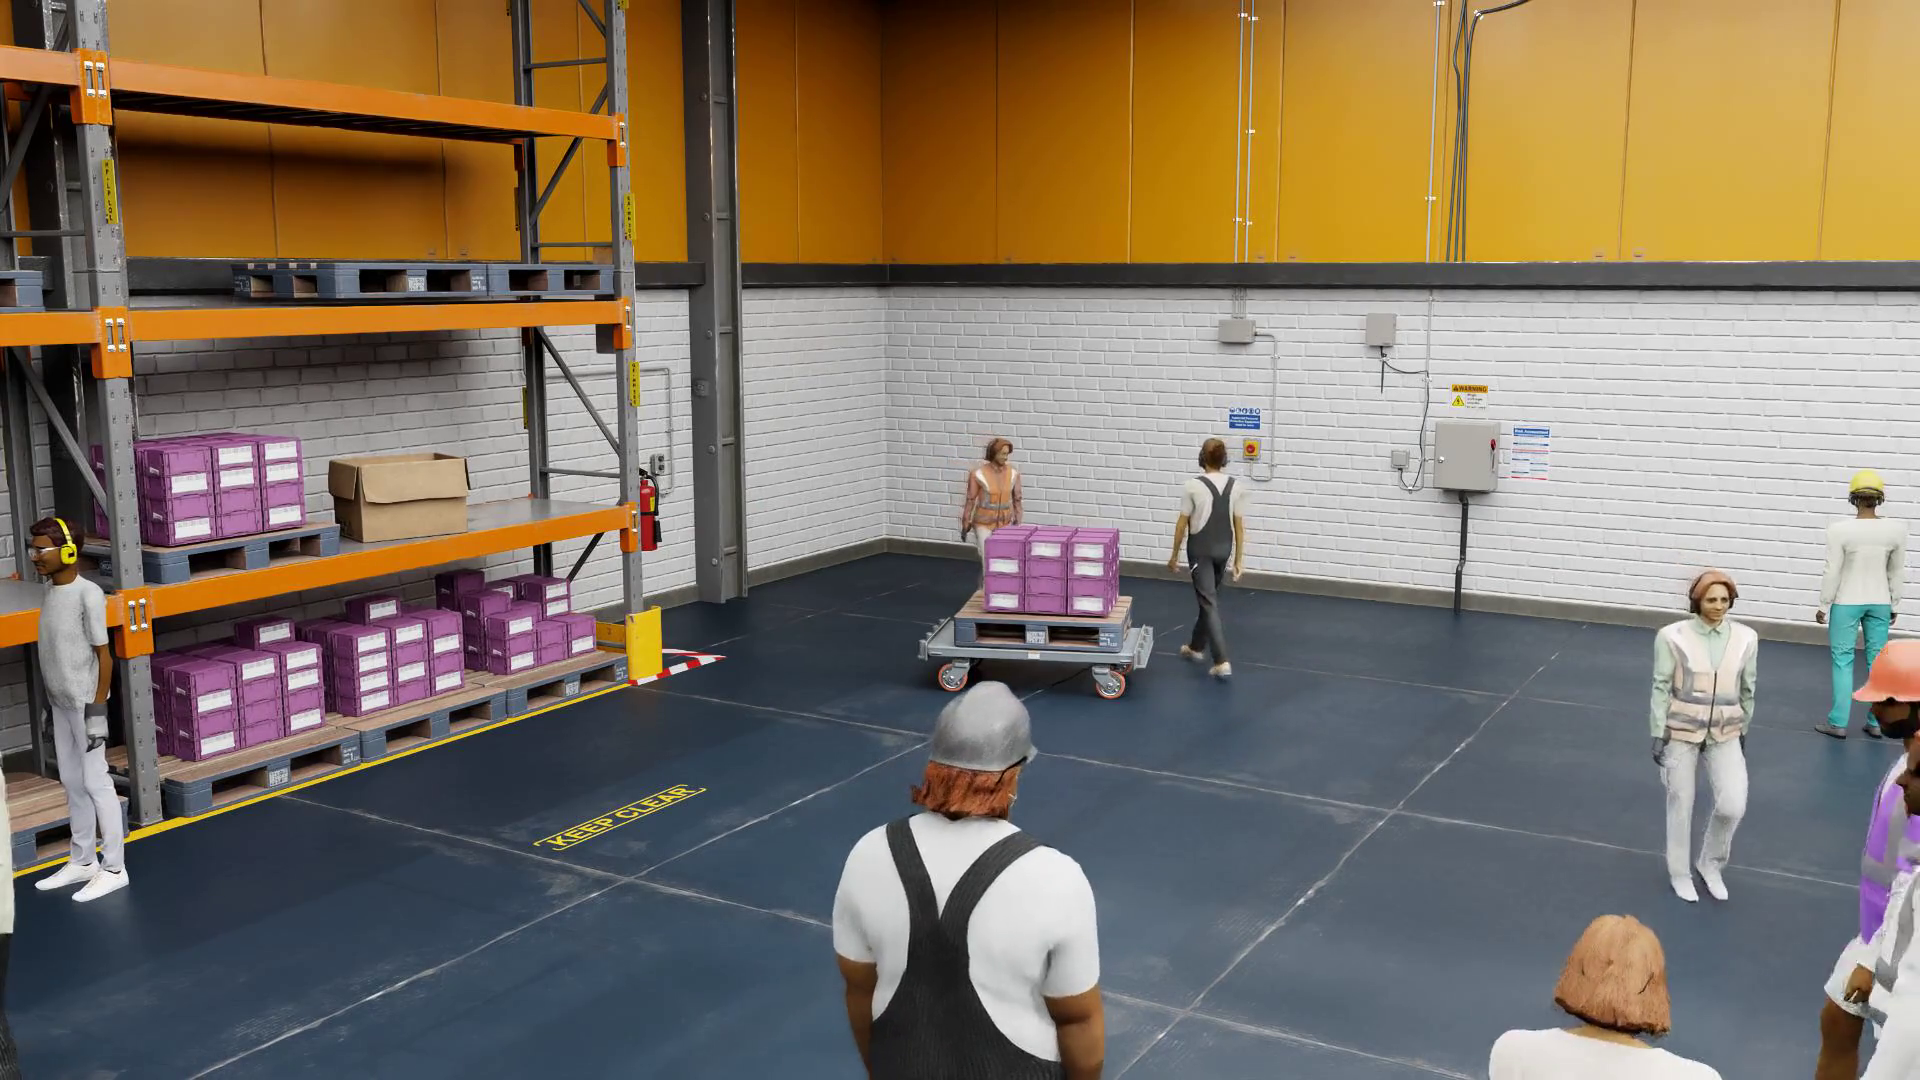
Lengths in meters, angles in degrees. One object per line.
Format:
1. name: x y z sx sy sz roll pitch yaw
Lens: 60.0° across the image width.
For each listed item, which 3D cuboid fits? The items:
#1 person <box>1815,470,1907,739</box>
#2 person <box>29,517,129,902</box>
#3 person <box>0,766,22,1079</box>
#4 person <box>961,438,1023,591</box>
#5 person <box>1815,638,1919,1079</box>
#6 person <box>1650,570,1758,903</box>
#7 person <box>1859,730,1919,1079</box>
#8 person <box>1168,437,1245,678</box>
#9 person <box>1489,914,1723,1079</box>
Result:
1. person: 5.862 0.421 10.861 0.533 1.762 0.328 0 9 0
2. person: -4.313 0.813 8.083 0.518 1.872 0.326 6 11 32
3. person: -3.171 1.214 5.222 0.631 1.994 0.443 7 12 39
4. person: 0.263 -0.127 14.814 0.559 1.591 0.870 -5 10 -26
5. person: 3.078 1.254 5.282 0.892 1.902 0.552 3 10 19
6. person: 3.552 0.951 7.970 0.527 1.622 0.398 1 9 5
7. person: 2.699 1.403 4.525 0.982 1.847 0.579 6 11 33
8. person: 1.907 0.118 12.640 0.511 1.806 0.959 -4 10 -22
9. person: 1.421 1.635 3.740 0.505 1.618 0.402 5 11 30
